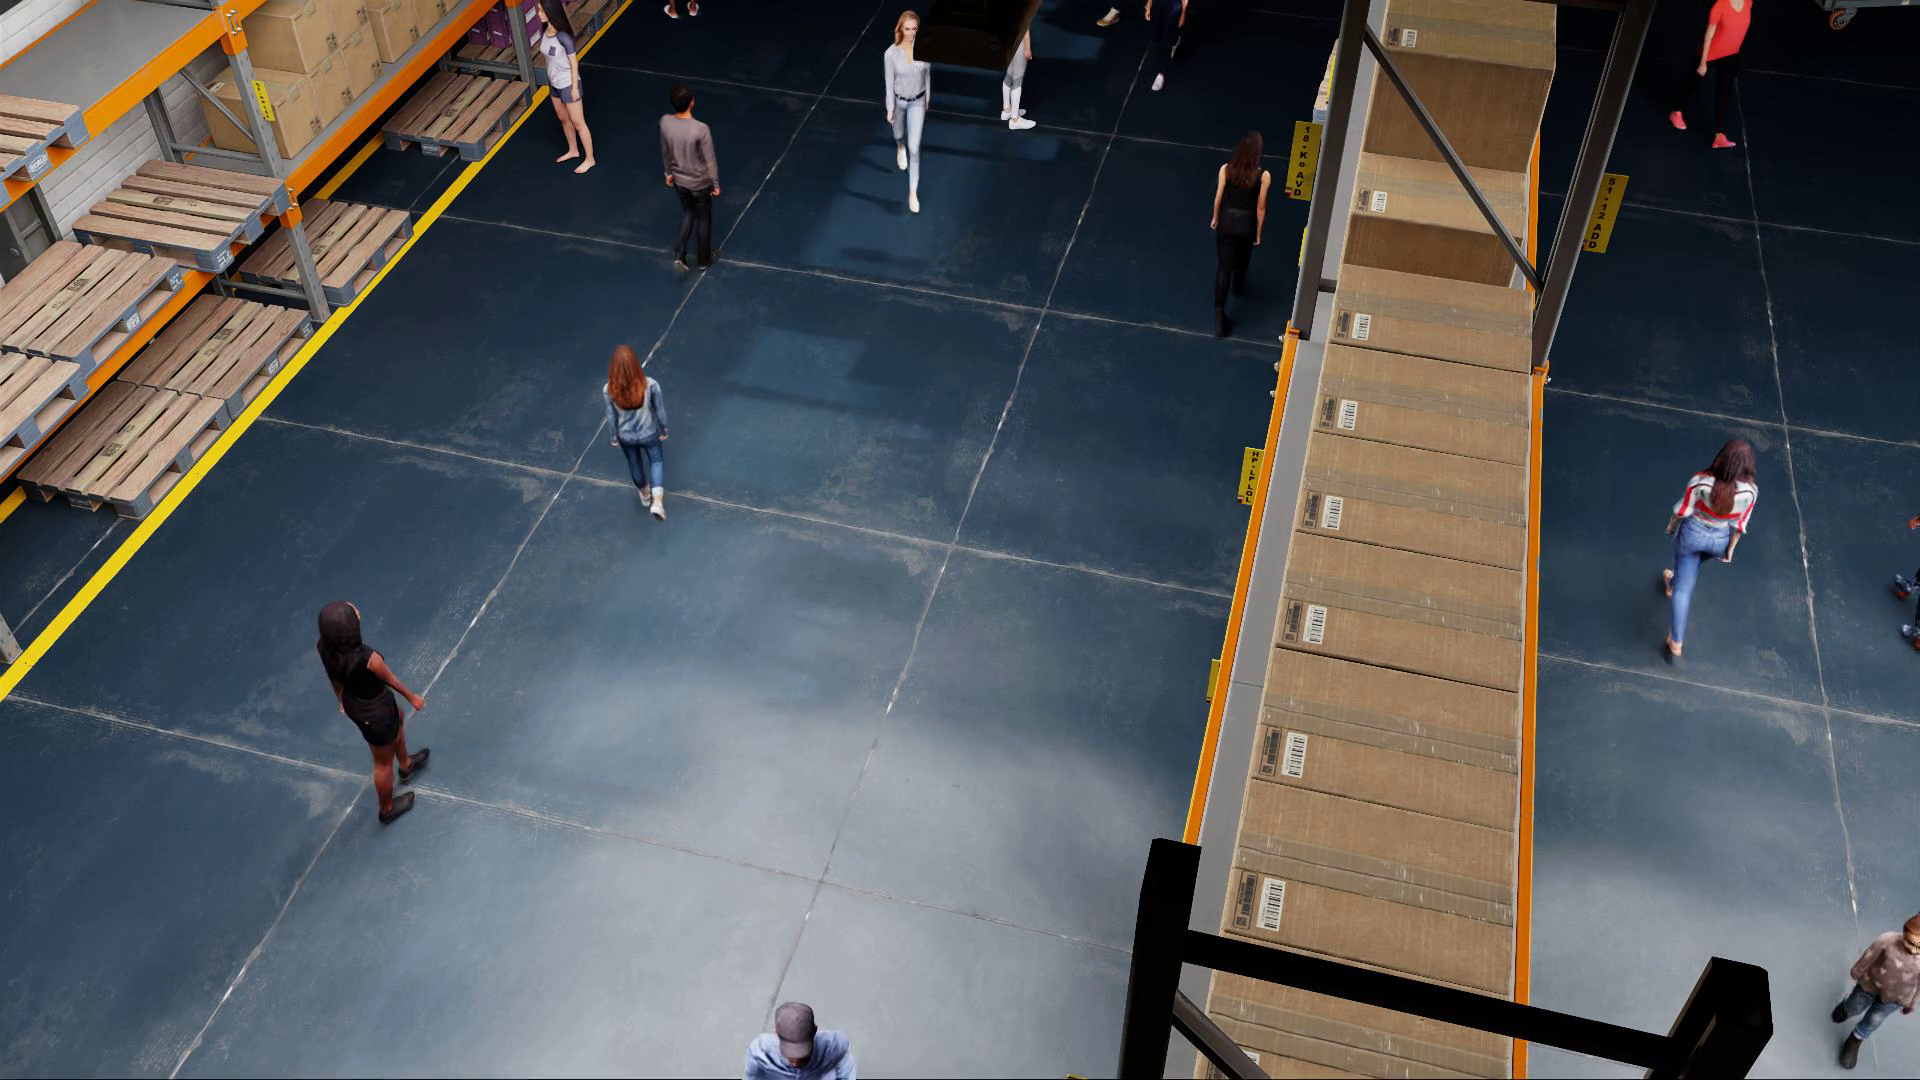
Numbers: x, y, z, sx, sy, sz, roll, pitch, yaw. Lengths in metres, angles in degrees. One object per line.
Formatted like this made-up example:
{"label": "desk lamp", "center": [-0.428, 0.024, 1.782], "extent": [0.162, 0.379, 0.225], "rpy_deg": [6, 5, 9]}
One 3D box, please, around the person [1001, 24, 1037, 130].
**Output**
{"label": "person", "center": [0.544, -4.758, 15.842], "extent": [0.704, 1.705, 0.608], "rpy_deg": [-13, 45, -14]}

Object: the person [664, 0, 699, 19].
{"label": "person", "center": [-3.031, -6.369, 17.520], "extent": [0.687, 1.722, 0.731], "rpy_deg": [-17, 46, -17]}

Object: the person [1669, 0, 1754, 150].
{"label": "person", "center": [7.071, -4.582, 15.700], "extent": [0.966, 1.646, 1.187], "rpy_deg": [-10, 44, -10]}

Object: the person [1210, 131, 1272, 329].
{"label": "person", "center": [2.236, -2.495, 13.506], "extent": [0.584, 1.649, 1.094], "rpy_deg": [11, 45, 11]}

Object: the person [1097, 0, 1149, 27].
{"label": "person", "center": [1.935, -6.382, 17.450], "extent": [1.183, 1.838, 1.172], "rpy_deg": [-20, 47, -20]}

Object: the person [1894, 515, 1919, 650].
{"label": "person", "center": [6.521, 0.060, 10.868], "extent": [0.764, 1.590, 0.952], "rpy_deg": [-1, 44, -1]}

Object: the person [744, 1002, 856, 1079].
{"label": "person", "center": [-0.762, 2.653, 7.950], "extent": [0.841, 1.860, 1.046], "rpy_deg": [0, 44, 0]}

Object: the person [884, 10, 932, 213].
{"label": "person", "center": [-0.495, -3.933, 14.939], "extent": [0.886, 1.755, 1.278], "rpy_deg": [-3, 44, -4]}

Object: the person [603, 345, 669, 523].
{"label": "person", "center": [-2.279, -0.724, 11.781], "extent": [0.768, 1.464, 0.902], "rpy_deg": [-8, 44, -9]}

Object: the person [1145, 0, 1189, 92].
{"label": "person", "center": [2.089, -5.317, 16.494], "extent": [0.754, 1.614, 0.977], "rpy_deg": [24, 48, 23]}

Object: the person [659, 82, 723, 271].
{"label": "person", "center": [-2.298, -2.968, 13.926], "extent": [0.722, 1.756, 0.849], "rpy_deg": [15, 46, 15]}

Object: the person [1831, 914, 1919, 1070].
{"label": "person", "center": [4.902, 2.320, 8.787], "extent": [0.580, 1.187, 0.691], "rpy_deg": [23, 48, 23]}

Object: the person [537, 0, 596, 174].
{"label": "person", "center": [-3.628, -4.198, 15.253], "extent": [0.673, 1.706, 0.676], "rpy_deg": [34, 53, 31]}

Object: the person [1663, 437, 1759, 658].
{"label": "person", "center": [4.863, 0.062, 10.880], "extent": [0.623, 1.569, 1.080], "rpy_deg": [9, 44, 9]}

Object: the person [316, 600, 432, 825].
{"label": "person", "center": [-3.494, 1.062, 9.723], "extent": [0.729, 1.717, 0.865], "rpy_deg": [24, 49, 23]}
